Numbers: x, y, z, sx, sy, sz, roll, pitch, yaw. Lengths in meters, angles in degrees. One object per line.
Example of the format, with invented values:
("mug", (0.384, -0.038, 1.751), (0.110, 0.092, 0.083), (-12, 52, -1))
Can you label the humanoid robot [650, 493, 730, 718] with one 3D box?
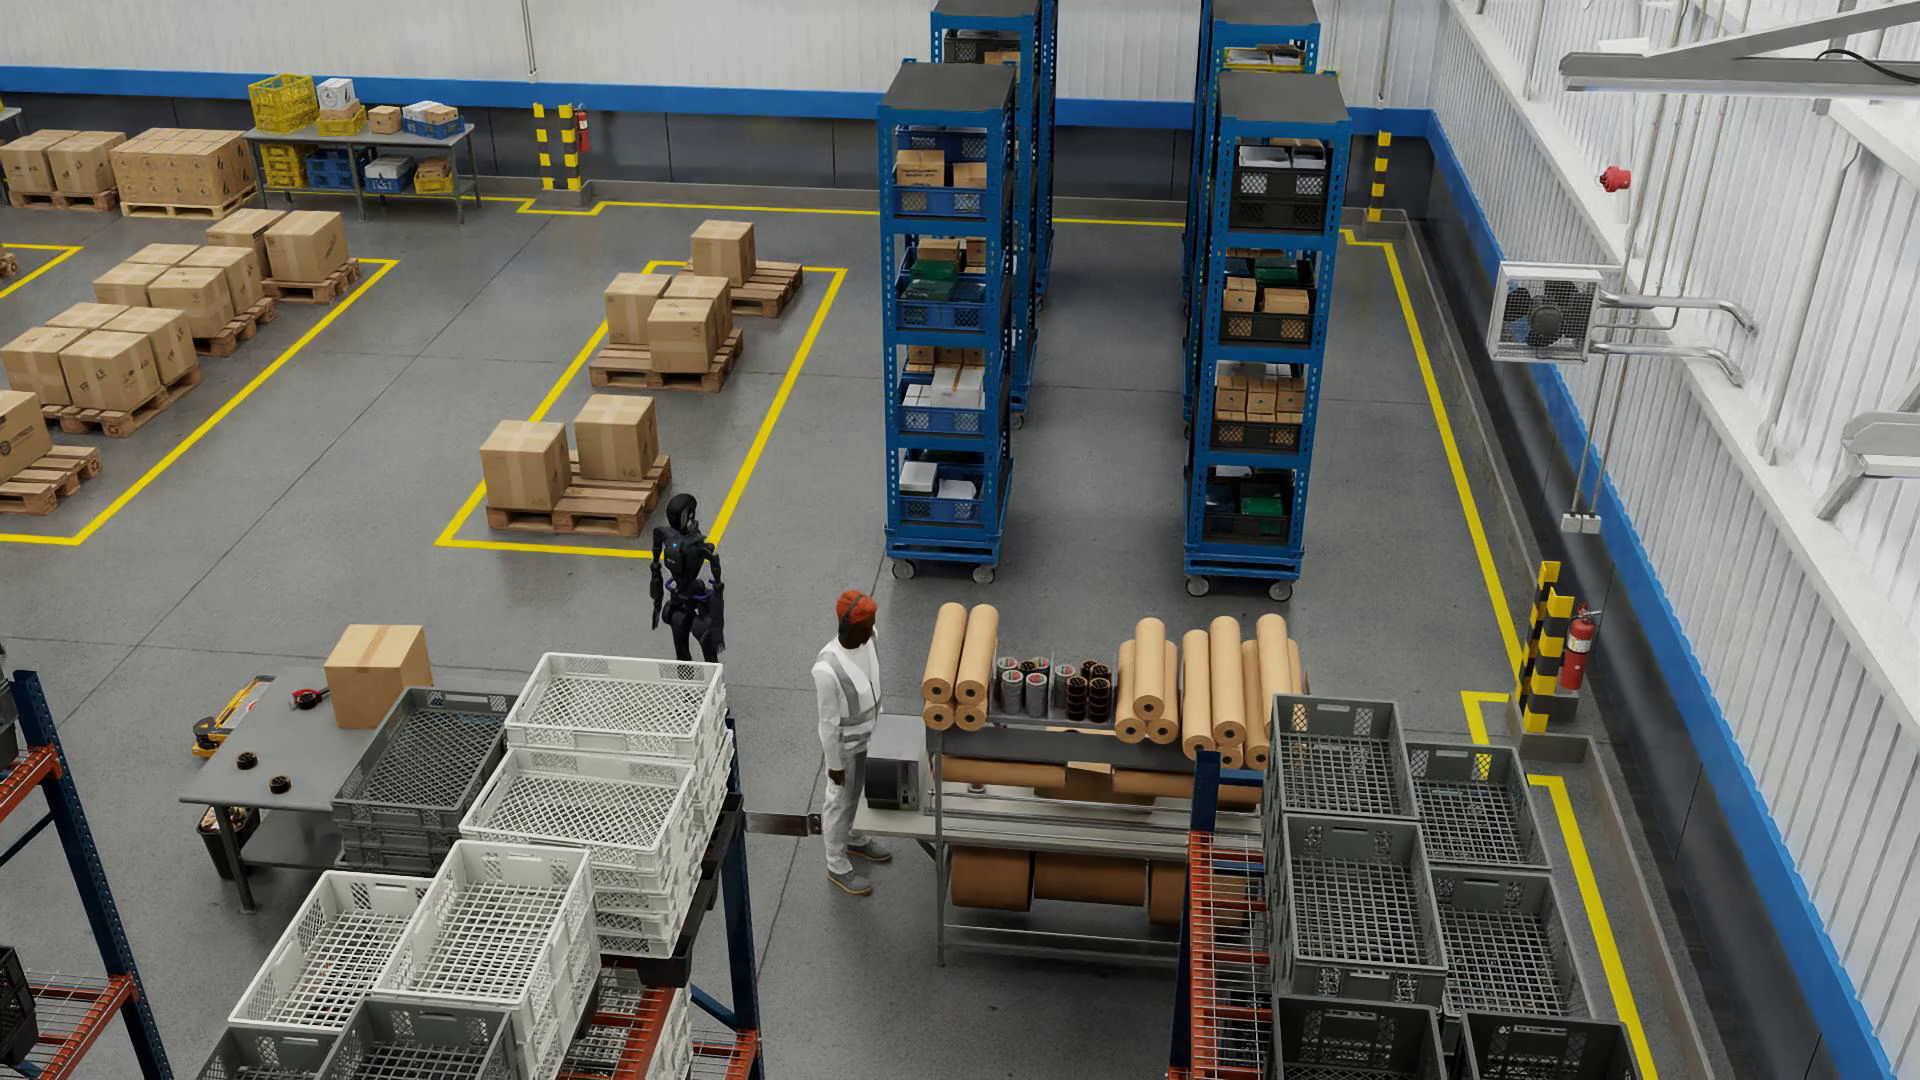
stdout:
("humanoid robot", (-1.708, 0.448, 10.487), (0.584, 1.660, 0.330), (15, 34, 25))

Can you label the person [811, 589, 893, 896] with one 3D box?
("person", (-0.590, 1.096, 9.196), (0.361, 1.873, 0.573), (13, 33, 21))

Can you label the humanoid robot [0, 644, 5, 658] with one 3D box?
("humanoid robot", (-6.240, 0.662, 10.153), (0.568, 1.640, 0.575), (-3, 30, -5))

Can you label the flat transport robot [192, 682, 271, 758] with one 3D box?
("flat transport robot", (-4.089, 1.163, 10.648), (1.431, 0.197, 0.652), (3, 30, 6))
